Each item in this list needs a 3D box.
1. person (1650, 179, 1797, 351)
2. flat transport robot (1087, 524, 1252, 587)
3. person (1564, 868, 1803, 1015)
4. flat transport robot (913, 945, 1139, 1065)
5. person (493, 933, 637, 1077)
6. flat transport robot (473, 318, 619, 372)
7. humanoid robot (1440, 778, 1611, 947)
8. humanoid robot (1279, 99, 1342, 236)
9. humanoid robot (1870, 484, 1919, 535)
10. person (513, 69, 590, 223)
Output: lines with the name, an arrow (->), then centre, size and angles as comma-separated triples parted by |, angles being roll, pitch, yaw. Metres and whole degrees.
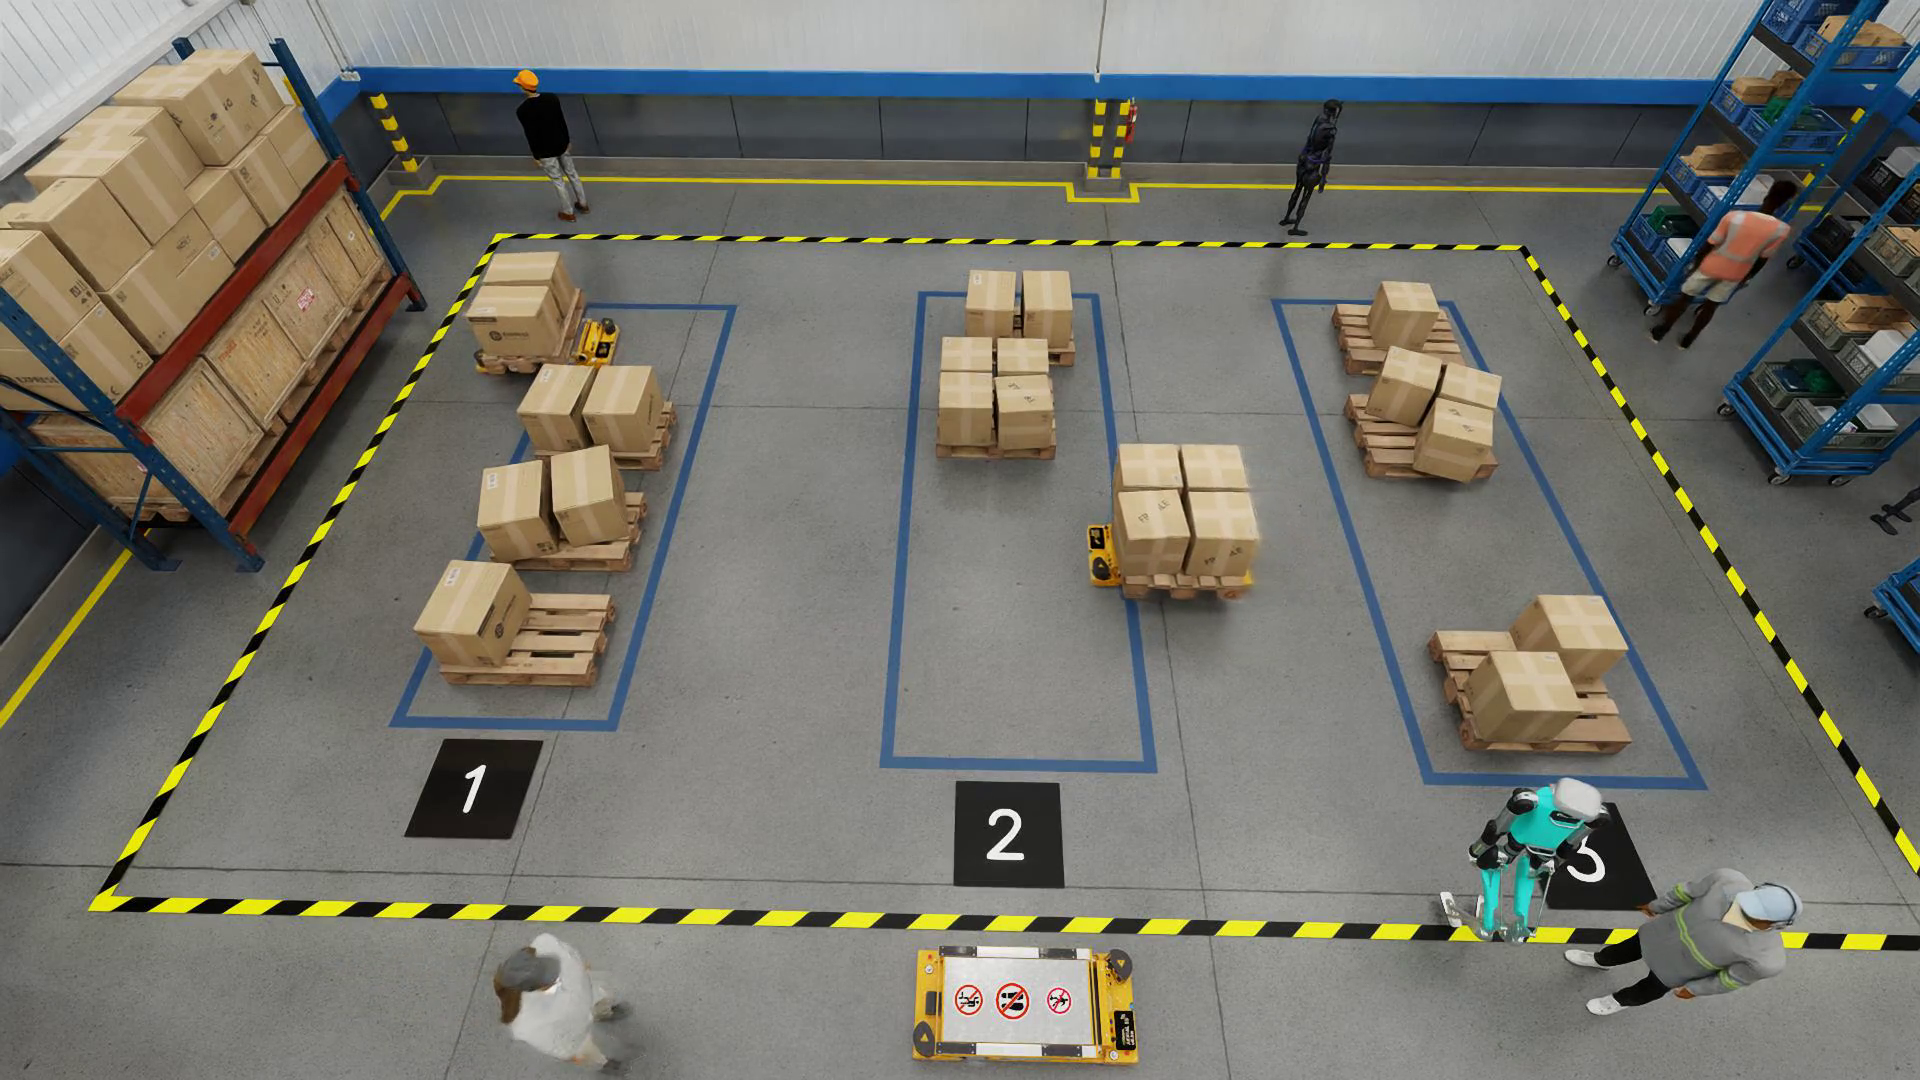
person -> 8.121, -2.892, 9.749 | 0.611, 1.963, 0.362 | 24, 55, 18
flat transport robot -> 1.903, 0.110, 8.378 | 1.431, 0.197, 0.652 | 1, 51, 1
person -> 4.313, 2.428, 5.485 | 0.370, 1.853, 0.589 | -1, 51, 0
flat transport robot -> 0.422, 3.041, 6.007 | 1.431, 0.231, 0.659 | 1, 51, 1
person -> -2.276, 2.713, 5.306 | 0.399, 1.770, 0.573 | -1, 51, -1
flat transport robot -> -4.616, -2.188, 10.251 | 1.431, 0.197, 0.652 | -3, 51, -2
humanoid robot -> 3.496, 2.137, 5.709 | 0.533, 1.677, 0.735 | 9, 51, 7
humanoid robot -> 4.353, -4.614, 11.329 | 0.315, 1.657, 0.599 | -7, 51, -6
humanoid robot -> 8.957, -0.711, 8.147 | 0.599, 1.657, 0.315 | -24, 55, -18
person -> -5.093, -4.891, 11.431 | 0.362, 1.884, 0.585 | 27, 56, 21
